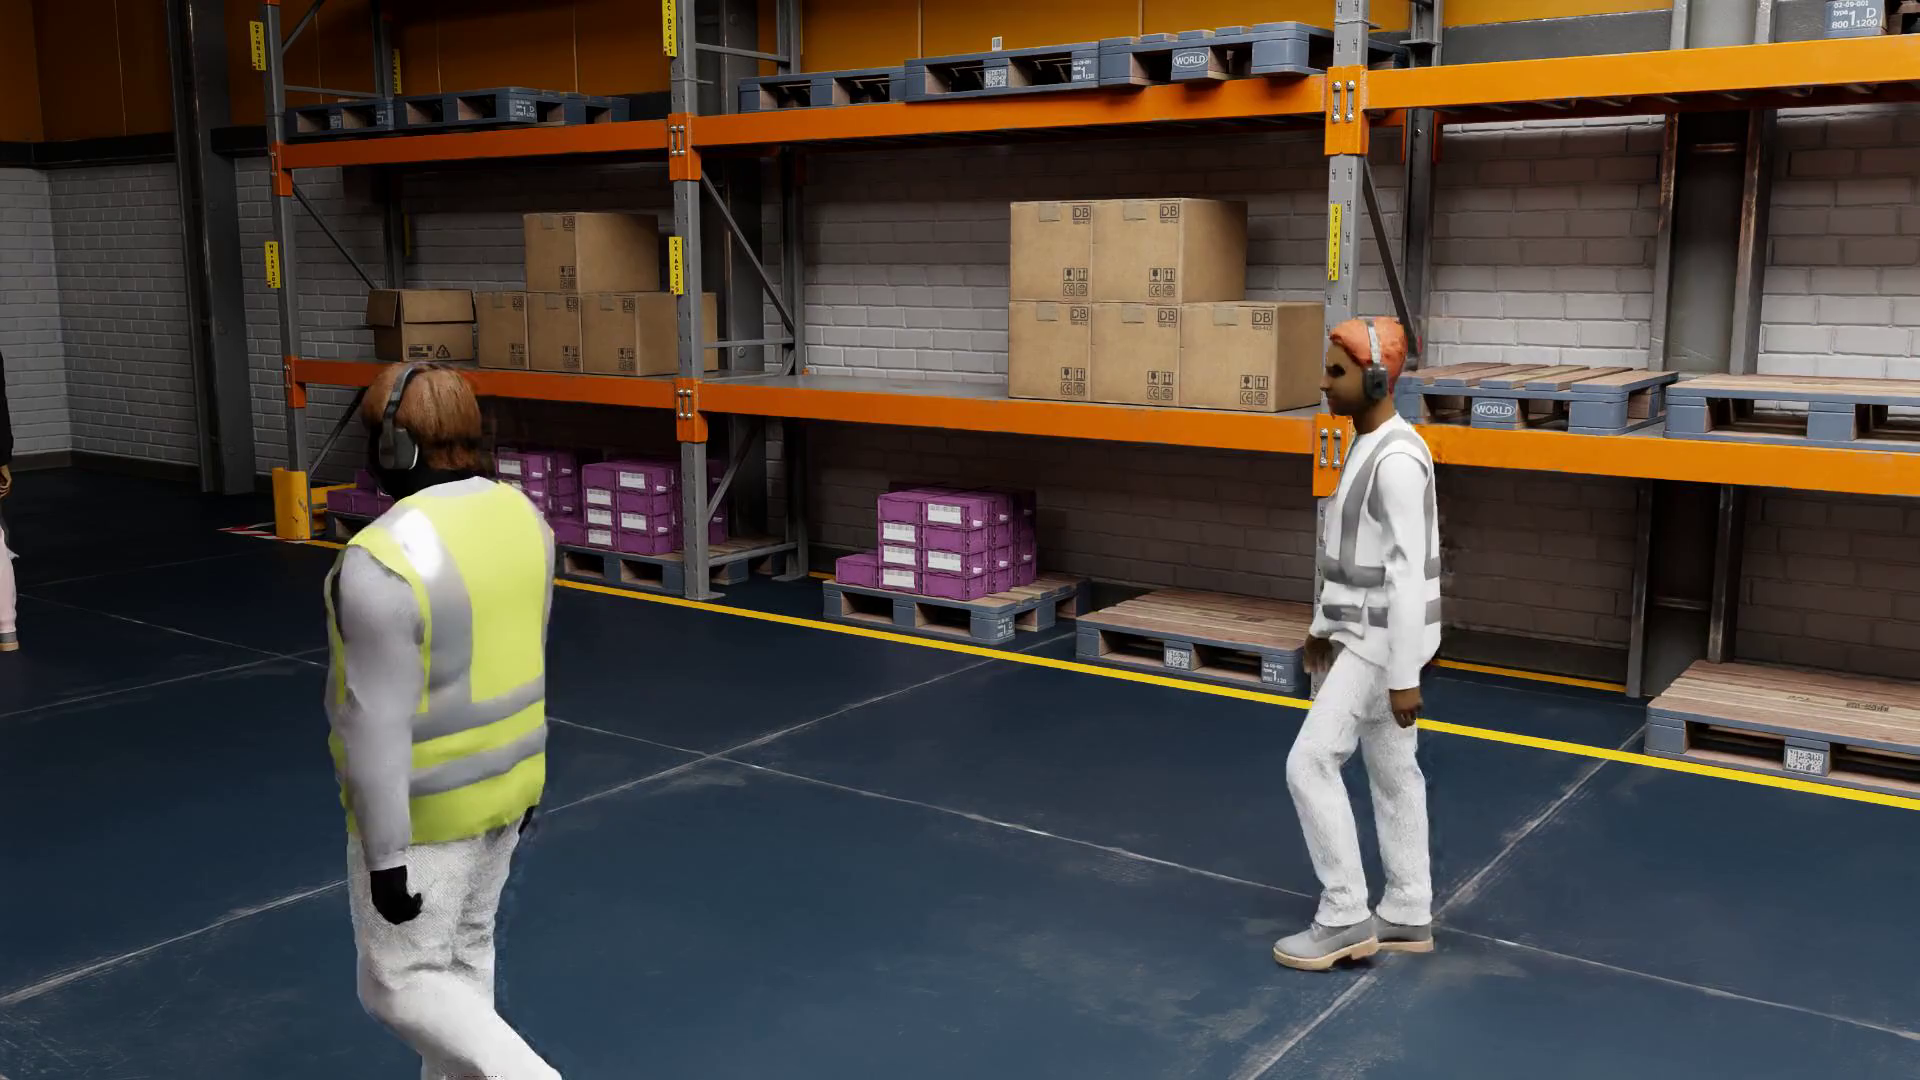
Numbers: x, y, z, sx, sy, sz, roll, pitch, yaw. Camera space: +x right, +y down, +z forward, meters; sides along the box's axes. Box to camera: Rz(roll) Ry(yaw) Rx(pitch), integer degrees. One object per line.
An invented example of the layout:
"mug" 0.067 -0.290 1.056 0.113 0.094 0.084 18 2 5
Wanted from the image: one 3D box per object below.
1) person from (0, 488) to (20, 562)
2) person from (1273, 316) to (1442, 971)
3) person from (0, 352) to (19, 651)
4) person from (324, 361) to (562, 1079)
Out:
"person" -6.814 -0.806 11.287 0.935 1.896 0.604 6 11 31
"person" 1.122 0.302 4.766 0.622 1.865 0.596 2 10 11
"person" -5.140 -0.383 8.454 0.397 1.992 0.622 5 11 30
"person" -1.019 0.543 3.457 0.650 1.825 0.631 3 10 18
